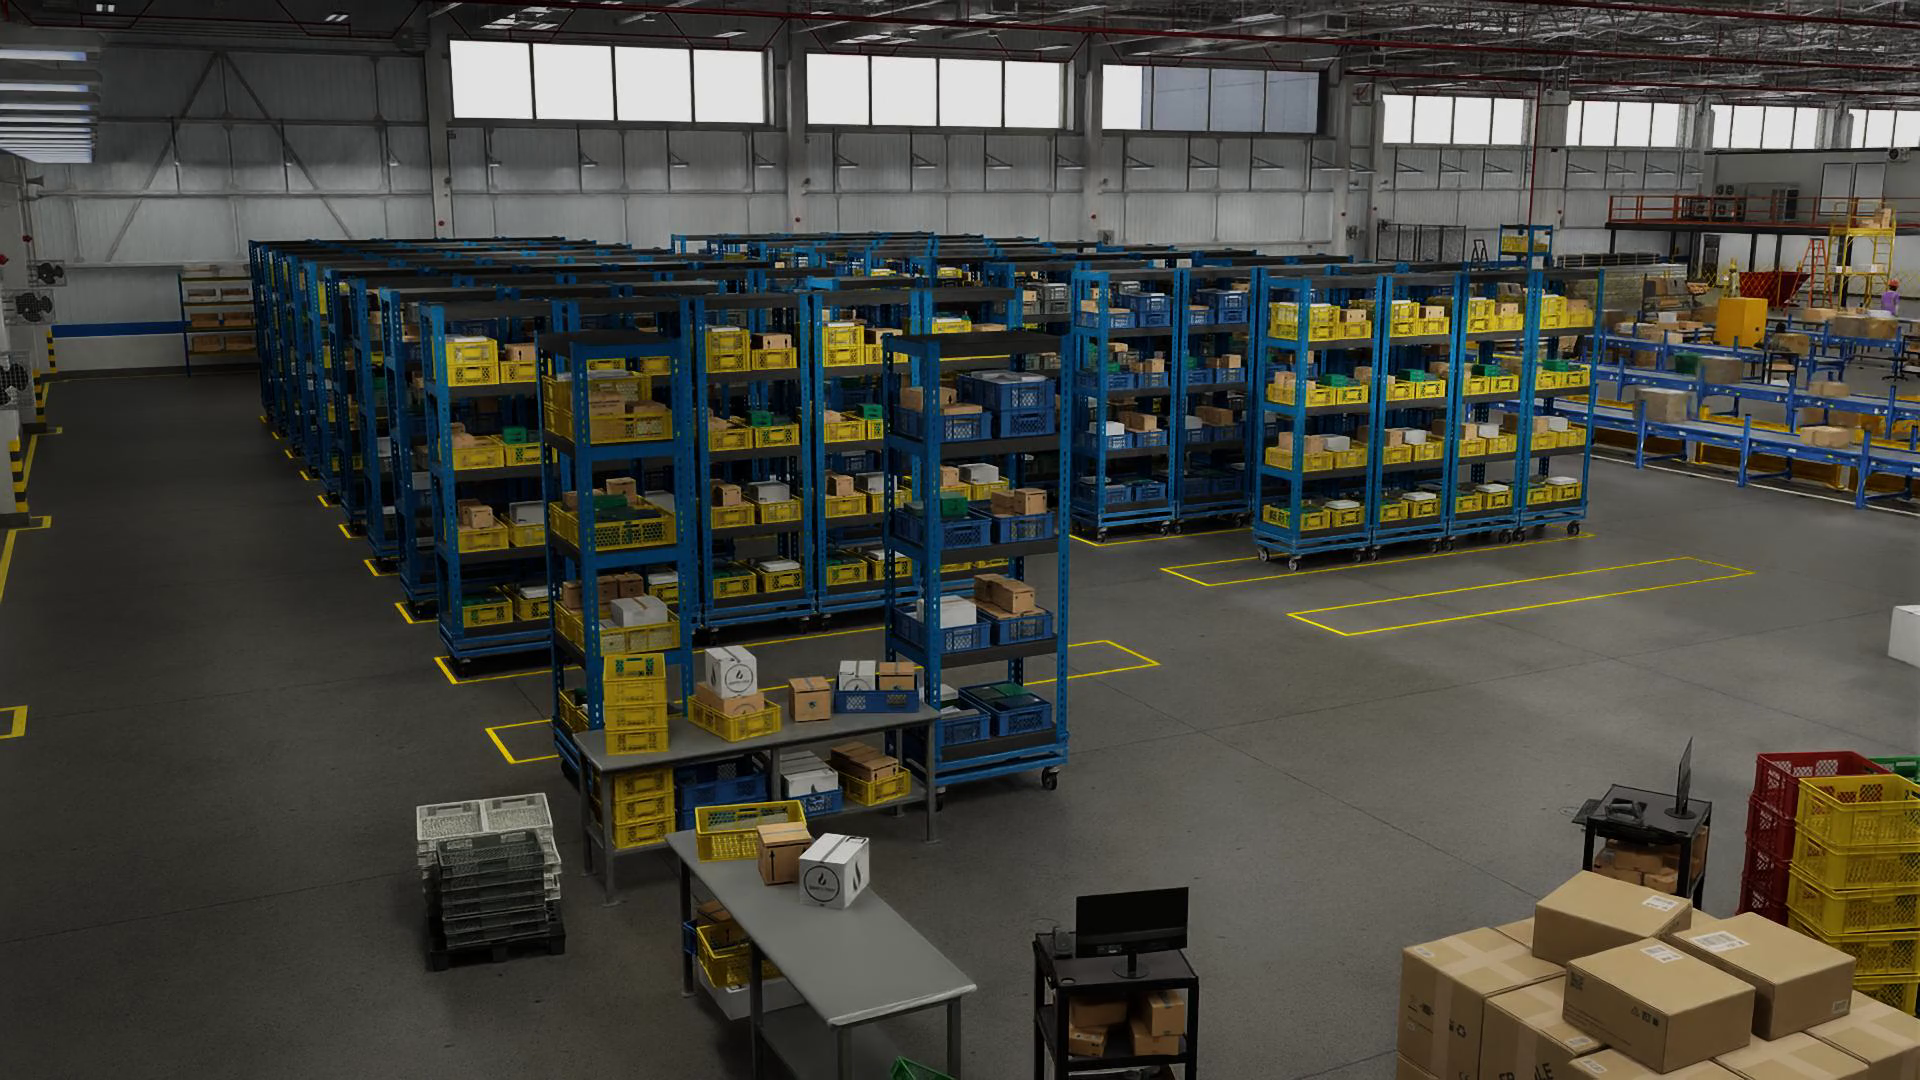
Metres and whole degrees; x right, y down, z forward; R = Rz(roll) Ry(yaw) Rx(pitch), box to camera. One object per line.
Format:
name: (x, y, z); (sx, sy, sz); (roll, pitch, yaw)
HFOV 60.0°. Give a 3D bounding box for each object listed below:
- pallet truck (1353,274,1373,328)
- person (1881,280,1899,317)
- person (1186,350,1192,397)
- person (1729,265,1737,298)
pallet truck: (13.011, -8.050, 55.243); (0.823, 1.965, 1.885); (-7, 14, -28)
person: (27.367, -6.669, 48.944); (0.375, 1.930, 0.542); (-5, 13, -24)
person: (5.238, -4.006, 36.968); (0.545, 1.722, 0.899); (-4, 13, -19)
person: (28.900, -9.433, 62.310); (0.312, 1.743, 0.487); (5, 13, 22)
